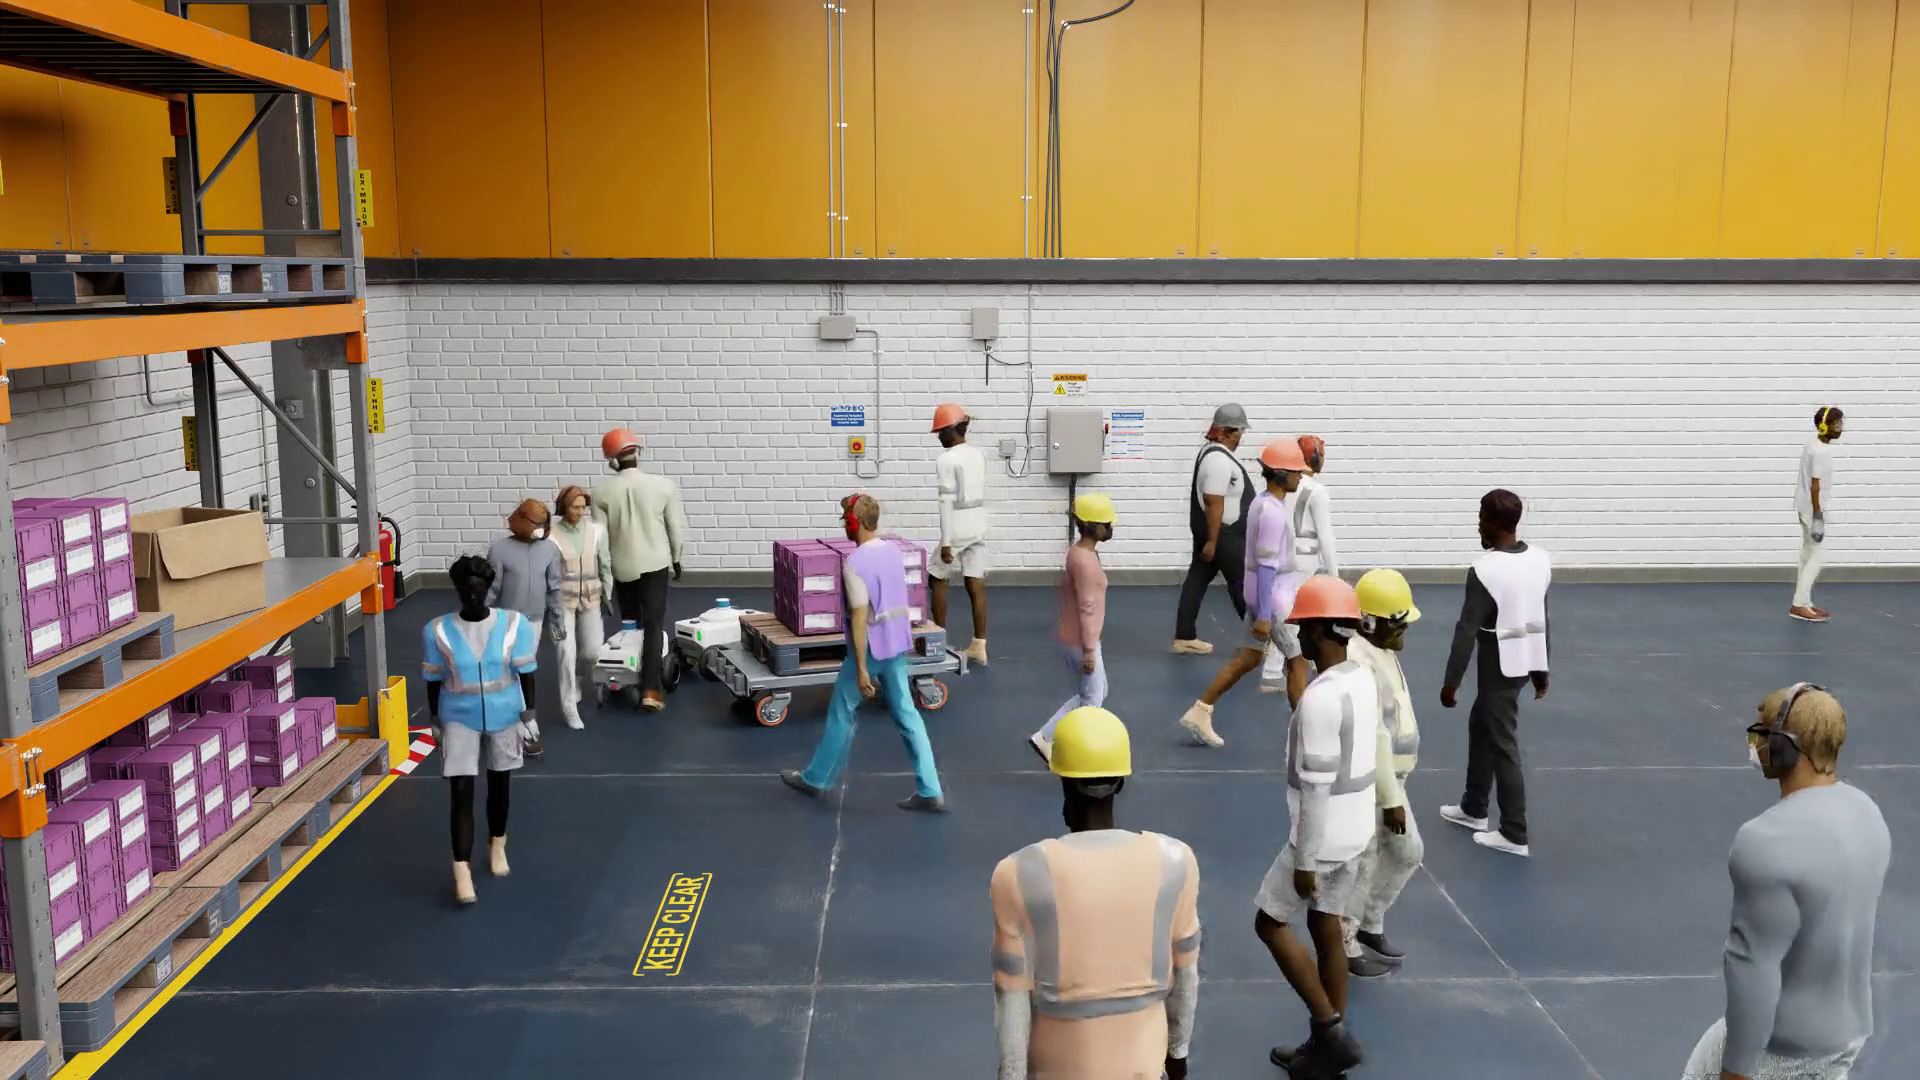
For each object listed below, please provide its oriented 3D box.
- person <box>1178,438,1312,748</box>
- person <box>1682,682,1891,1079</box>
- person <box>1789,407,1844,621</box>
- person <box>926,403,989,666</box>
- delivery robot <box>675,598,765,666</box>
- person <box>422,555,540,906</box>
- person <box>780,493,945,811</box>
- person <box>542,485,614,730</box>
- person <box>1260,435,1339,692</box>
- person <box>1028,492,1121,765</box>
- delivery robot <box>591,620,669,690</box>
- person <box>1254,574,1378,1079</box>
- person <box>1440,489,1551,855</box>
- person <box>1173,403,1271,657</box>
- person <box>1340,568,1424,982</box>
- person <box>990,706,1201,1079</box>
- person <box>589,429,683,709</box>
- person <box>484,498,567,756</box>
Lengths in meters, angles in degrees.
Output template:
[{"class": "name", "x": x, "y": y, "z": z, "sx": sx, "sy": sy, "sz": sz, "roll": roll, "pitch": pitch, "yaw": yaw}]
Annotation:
[{"class": "person", "x": 1.882, "y": 0.354, "z": 10.390, "sx": 1.009, "sy": 2.006, "sz": 0.624, "roll": 1, "pitch": 9, "yaw": 4}, {"class": "person", "x": 2.260, "y": 1.336, "z": 4.581, "sx": 0.650, "sy": 1.922, "sz": 0.445, "roll": -6, "pitch": 11, "yaw": -34}, {"class": "person", "x": 7.411, "y": -0.221, "z": 14.378, "sx": 0.387, "sy": 1.853, "sz": 0.572, "roll": 3, "pitch": 10, "yaw": 20}, {"class": "person", "x": -0.065, "y": -0.051, "z": 12.831, "sx": 0.787, "sy": 2.002, "sz": 0.638, "roll": 7, "pitch": 12, "yaw": 38}, {"class": "delivery robot", "x": -1.777, "y": 0.682, "z": 12.500, "sx": 0.707, "sy": 0.478, "sz": 0.477, "roll": -9, "pitch": 13, "yaw": -44}, {"class": "person", "x": -2.307, "y": 0.902, "z": 8.059, "sx": 0.539, "sy": 1.663, "sz": 0.779, "roll": -4, "pitch": 10, "yaw": -21}, {"class": "person", "x": -0.512, "y": 0.631, "z": 9.354, "sx": 1.024, "sy": 1.782, "sz": 0.554, "roll": 6, "pitch": 11, "yaw": 31}, {"class": "person", "x": -2.606, "y": 0.419, "z": 11.136, "sx": 0.521, "sy": 1.617, "sz": 0.576, "roll": -6, "pitch": 11, "yaw": -33}, {"class": "person", "x": 2.546, "y": 0.172, "z": 11.957, "sx": 0.899, "sy": 1.840, "sz": 0.596, "roll": -4, "pitch": 10, "yaw": -22}, {"class": "person", "x": 0.701, "y": 0.584, "z": 9.714, "sx": 0.452, "sy": 1.749, "sz": 0.546, "roll": 0, "pitch": 9, "yaw": -1}, {"class": "delivery robot", "x": -2.325, "y": 0.808, "z": 11.727, "sx": 0.477, "sy": 0.478, "sz": 0.707, "roll": 2, "pitch": 9, "yaw": 11}, {"class": "person", "x": 1.334, "y": 1.080, "z": 6.200, "sx": 0.399, "sy": 1.910, "sz": 0.553, "roll": 6, "pitch": 11, "yaw": 34}, {"class": "person", "x": 2.742, "y": 0.668, "z": 8.756, "sx": 0.633, "sy": 1.894, "sz": 0.741, "roll": -8, "pitch": 12, "yaw": -39}, {"class": "person", "x": 2.153, "y": -0.095, "z": 13.008, "sx": 1.010, "sy": 2.000, "sz": 0.689, "roll": 0, "pitch": 9, "yaw": -3}, {"class": "person", "x": 1.748, "y": 1.002, "z": 7.001, "sx": 0.460, "sy": 1.807, "sz": 0.599, "roll": 4, "pitch": 10, "yaw": 25}, {"class": "person", "x": 0.366, "y": 1.371, "z": 4.535, "sx": 0.603, "sy": 1.876, "sz": 0.968, "roll": -2, "pitch": 9, "yaw": -10}, {"class": "person", "x": -2.256, "y": 0.190, "z": 11.633, "sx": 0.636, "sy": 1.928, "sz": 1.063, "roll": -1, "pitch": 9, "yaw": -9}, {"class": "person", "x": -2.712, "y": 0.538, "z": 10.447, "sx": 0.735, "sy": 1.597, "sz": 0.555, "roll": 9, "pitch": 13, "yaw": 42}]
